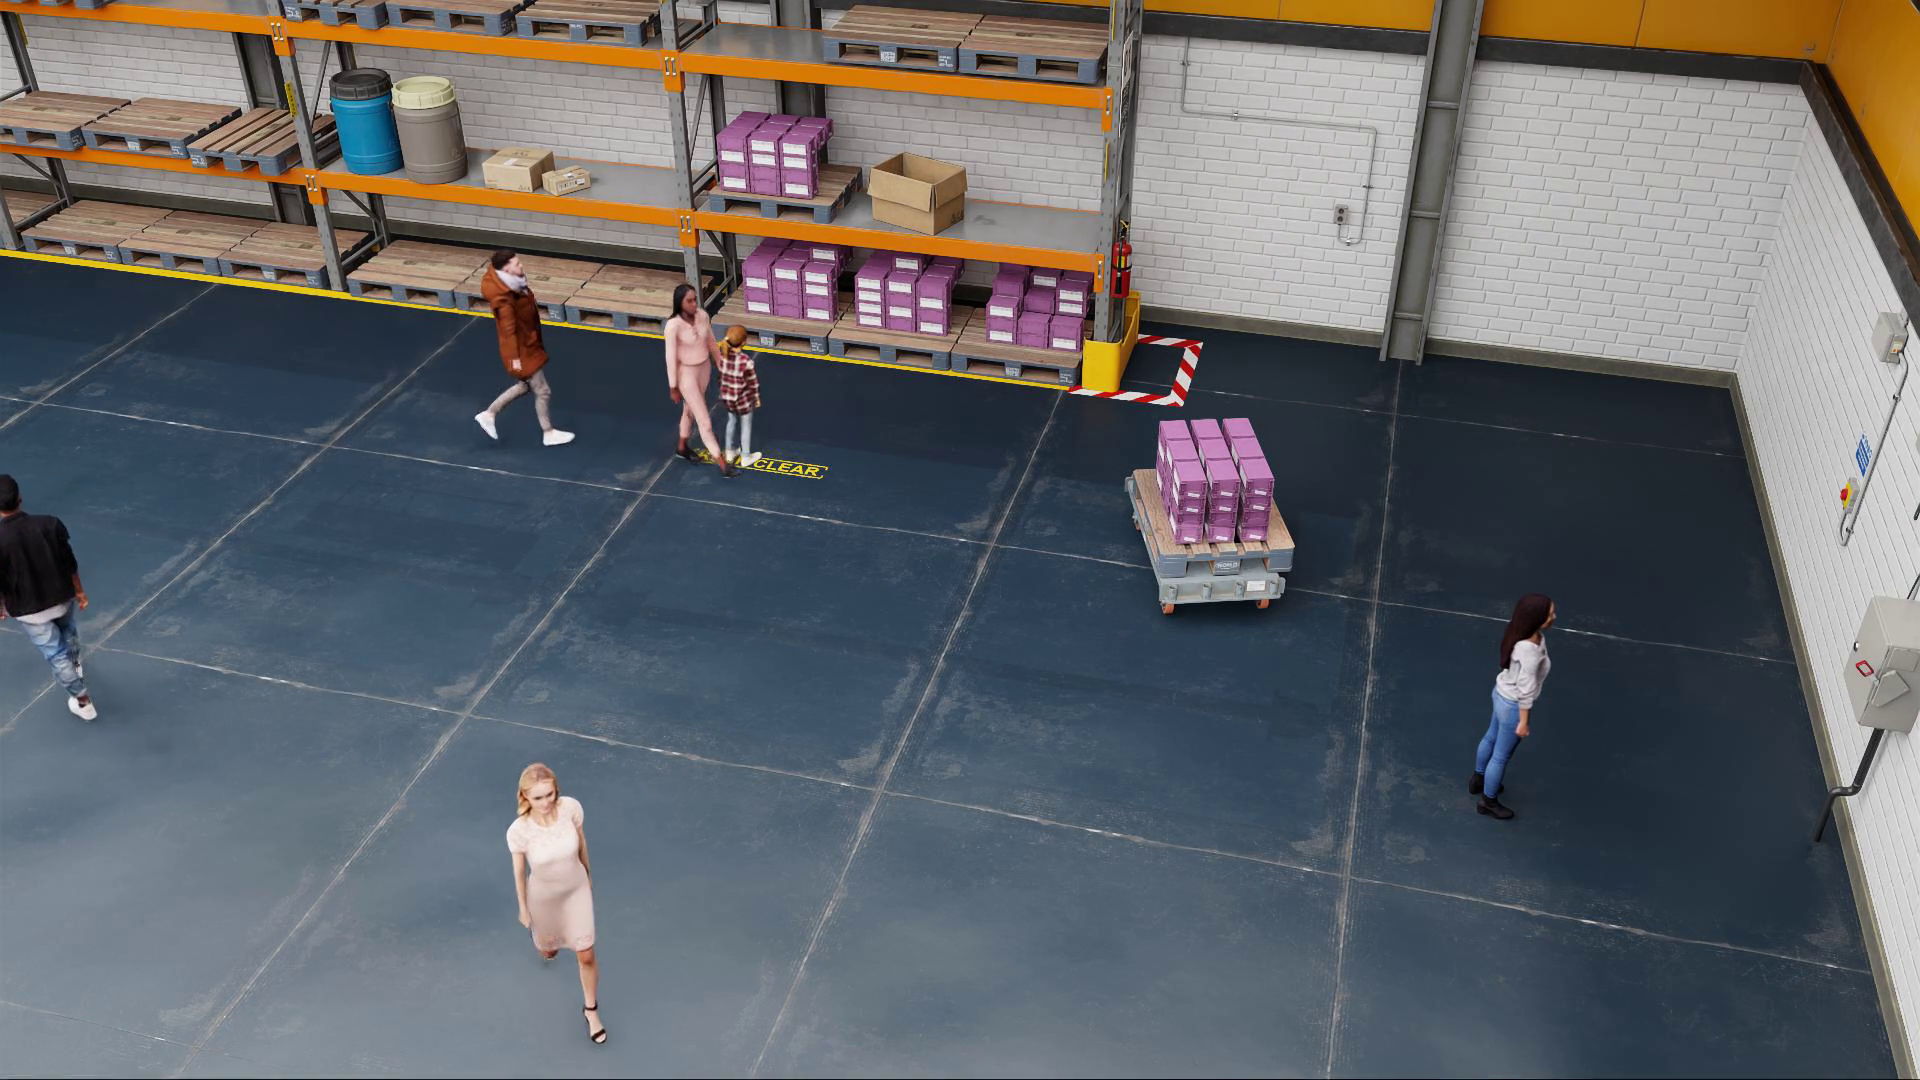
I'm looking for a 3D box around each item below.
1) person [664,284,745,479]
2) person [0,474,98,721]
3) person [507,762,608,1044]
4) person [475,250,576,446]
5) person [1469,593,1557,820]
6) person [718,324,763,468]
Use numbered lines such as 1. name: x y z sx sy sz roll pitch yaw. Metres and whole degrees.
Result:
1. person: -2.281 -1.349 13.826 1.156 1.685 0.891 21 39 28
2. person: -6.069 0.429 11.061 1.140 1.786 0.982 26 41 33
3. person: -2.179 1.857 8.890 1.015 1.810 1.094 -19 38 -26
4. person: -3.789 -1.584 14.061 1.179 1.816 1.034 -9 35 -13
5. person: 3.420 1.008 10.326 0.572 1.633 0.642 2 34 3
6. person: -1.877 -1.211 13.962 0.509 1.304 0.641 16 37 23
